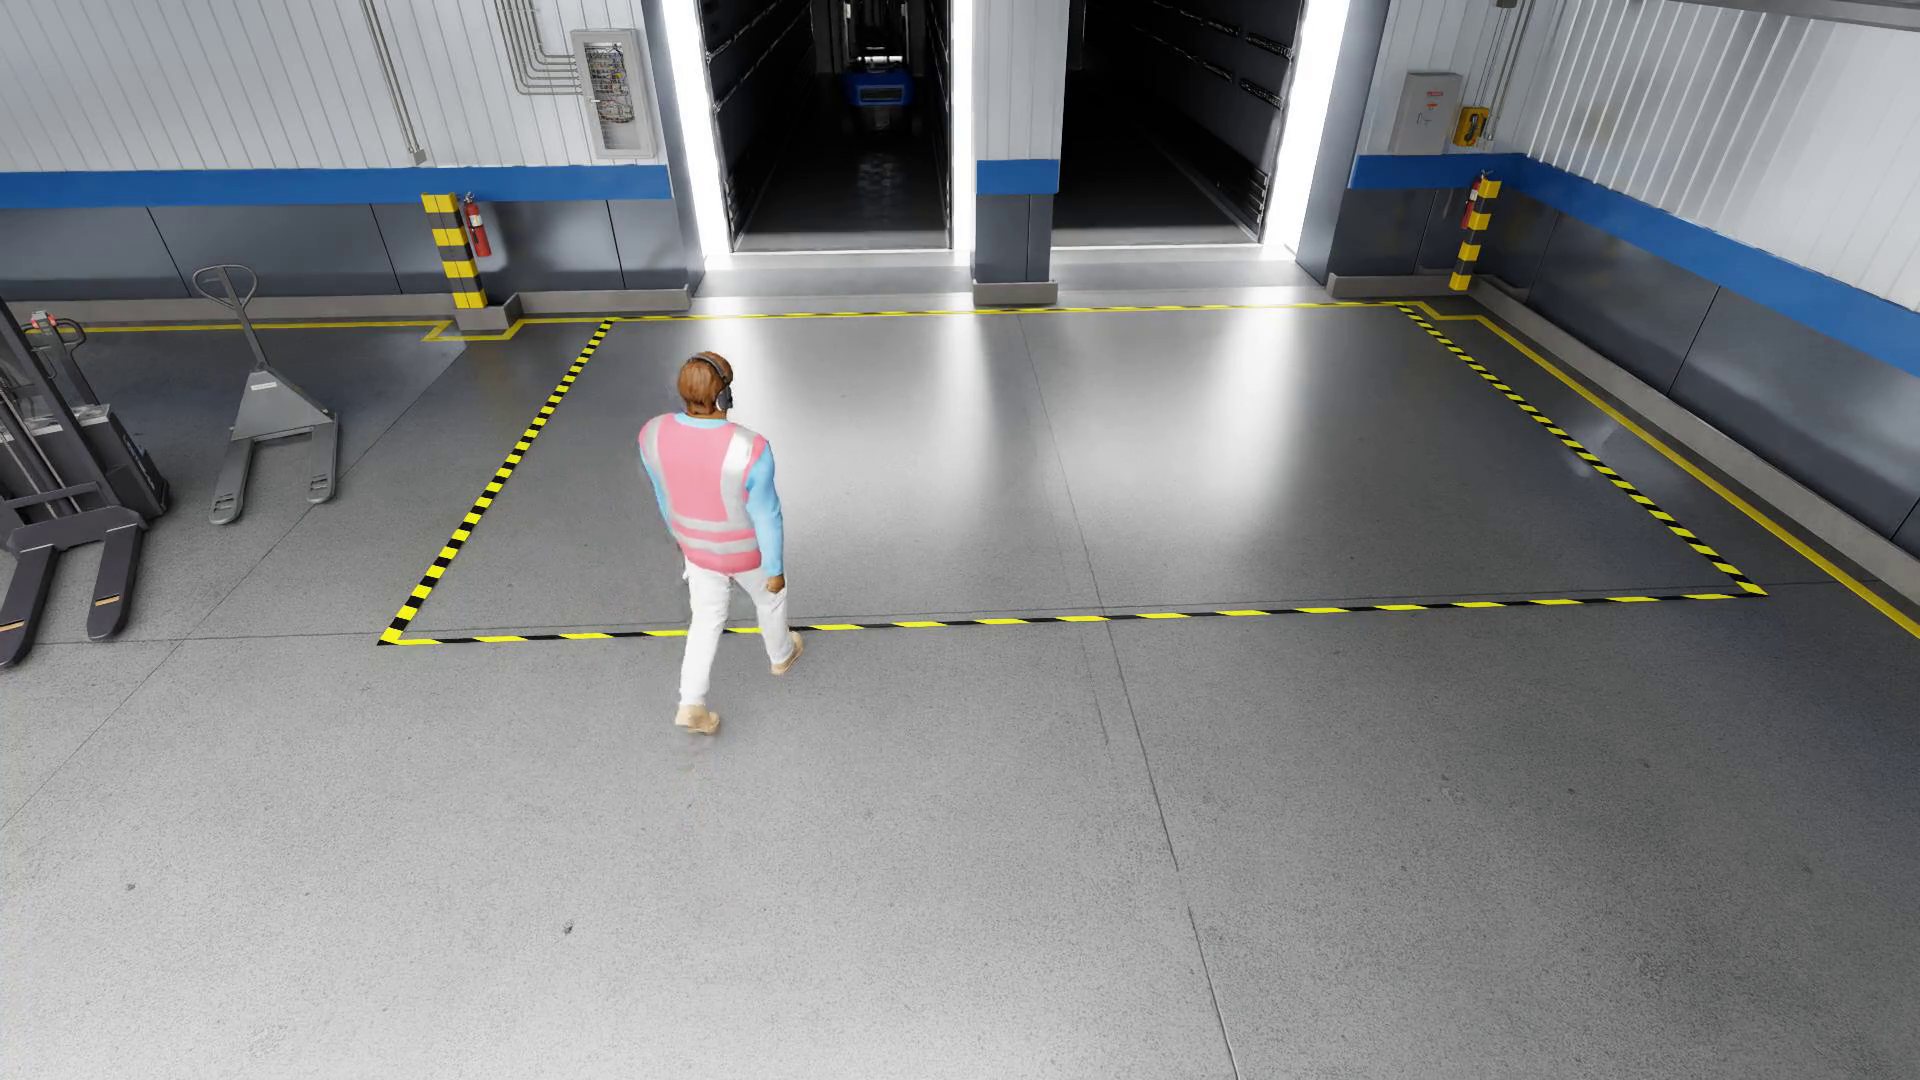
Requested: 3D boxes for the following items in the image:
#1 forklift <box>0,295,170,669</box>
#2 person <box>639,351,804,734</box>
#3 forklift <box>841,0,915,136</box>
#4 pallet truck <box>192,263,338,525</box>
[{"bbox_3d":[-5.212,-0.618,4.878,0.823,1.965,1.885,-20,39,-26],"label":"forklift"},{"bbox_3d":[-1.063,0.050,4.094,0.627,1.808,0.916,9,36,12],"label":"person"},{"bbox_3d":[-1.387,-8.095,15.309,1.157,2.036,2.680,-4,35,-5],"label":"forklift"},{"bbox_3d":[-4.778,-1.027,6.128,0.680,1.201,1.601,-17,38,-23],"label":"pallet truck"}]
